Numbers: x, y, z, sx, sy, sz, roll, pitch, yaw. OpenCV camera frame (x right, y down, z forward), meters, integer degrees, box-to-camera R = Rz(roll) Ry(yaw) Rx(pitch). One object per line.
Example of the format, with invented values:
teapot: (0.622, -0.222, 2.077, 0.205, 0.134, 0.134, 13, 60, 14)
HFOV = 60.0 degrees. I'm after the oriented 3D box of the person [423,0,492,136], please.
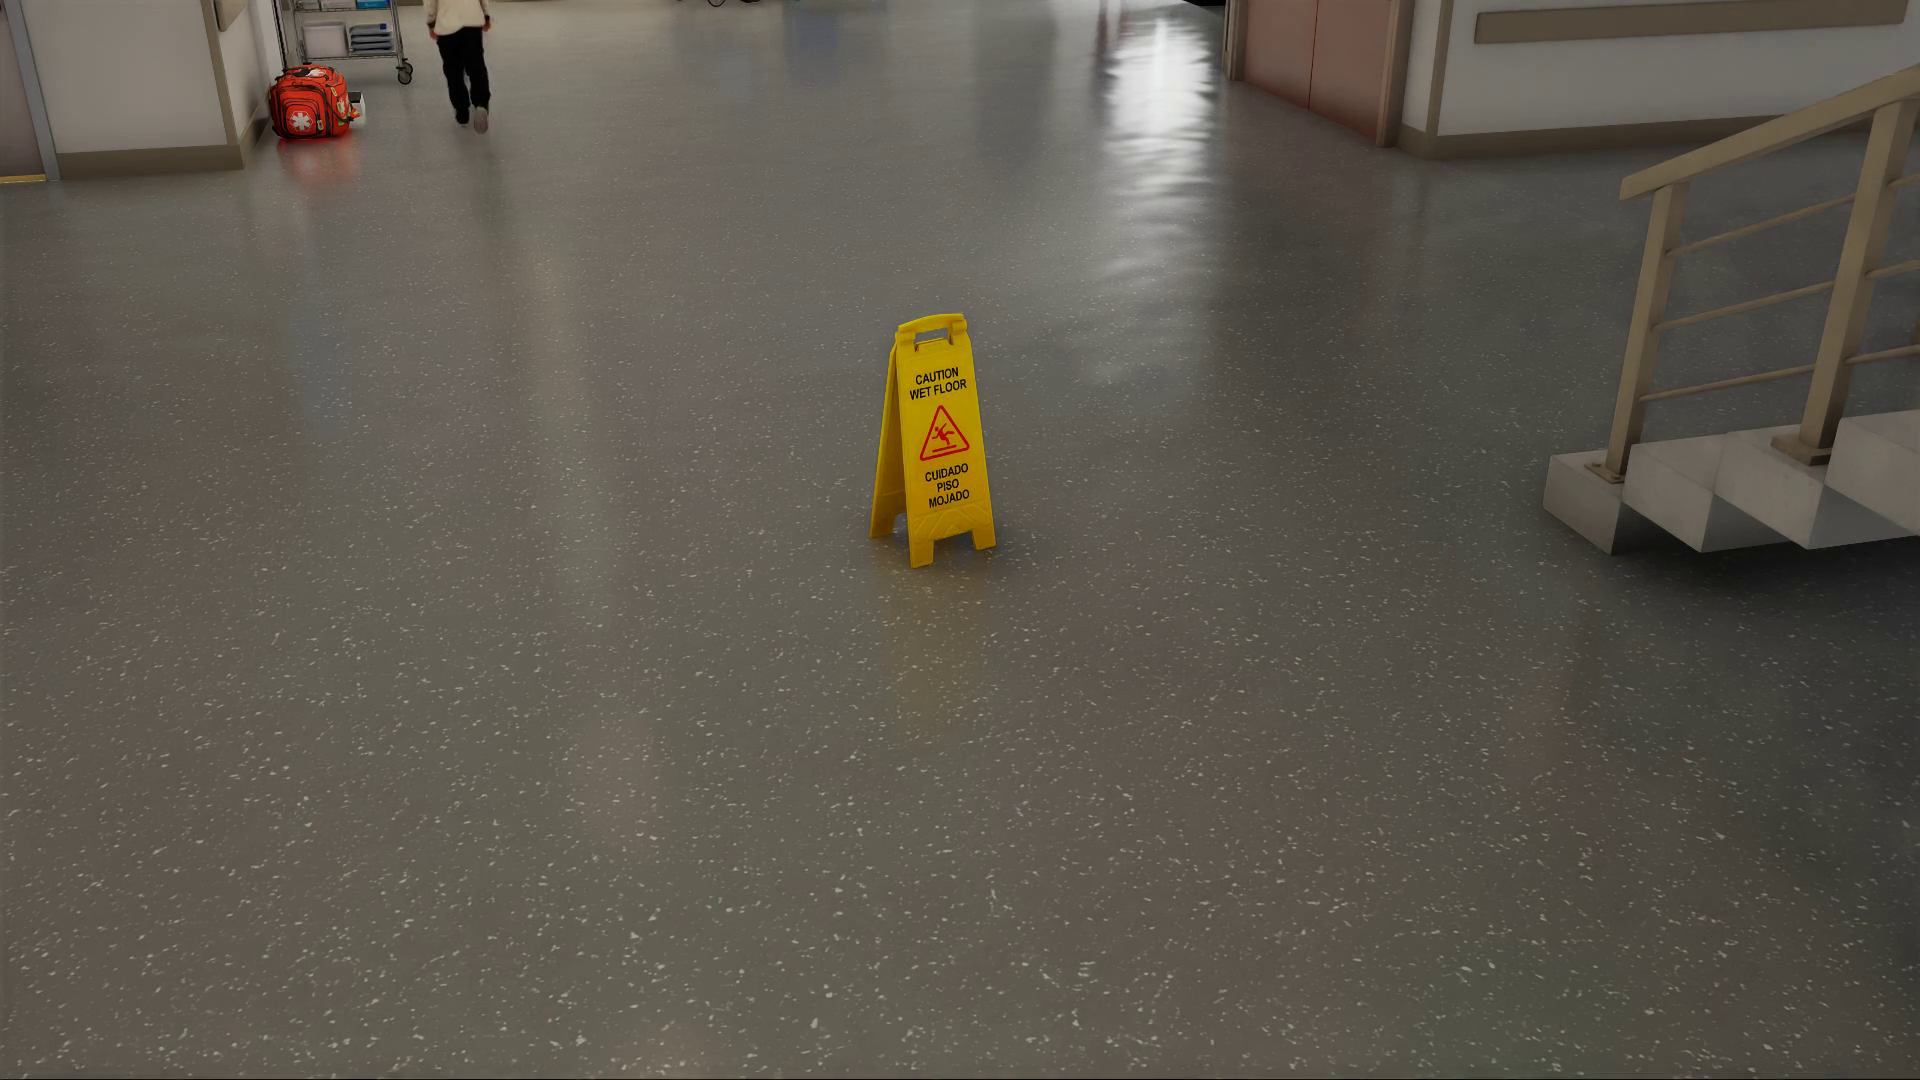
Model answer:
person: (-3.320, -3.422, 11.032, 0.664, 1.435, 0.950, -10, 28, -20)
